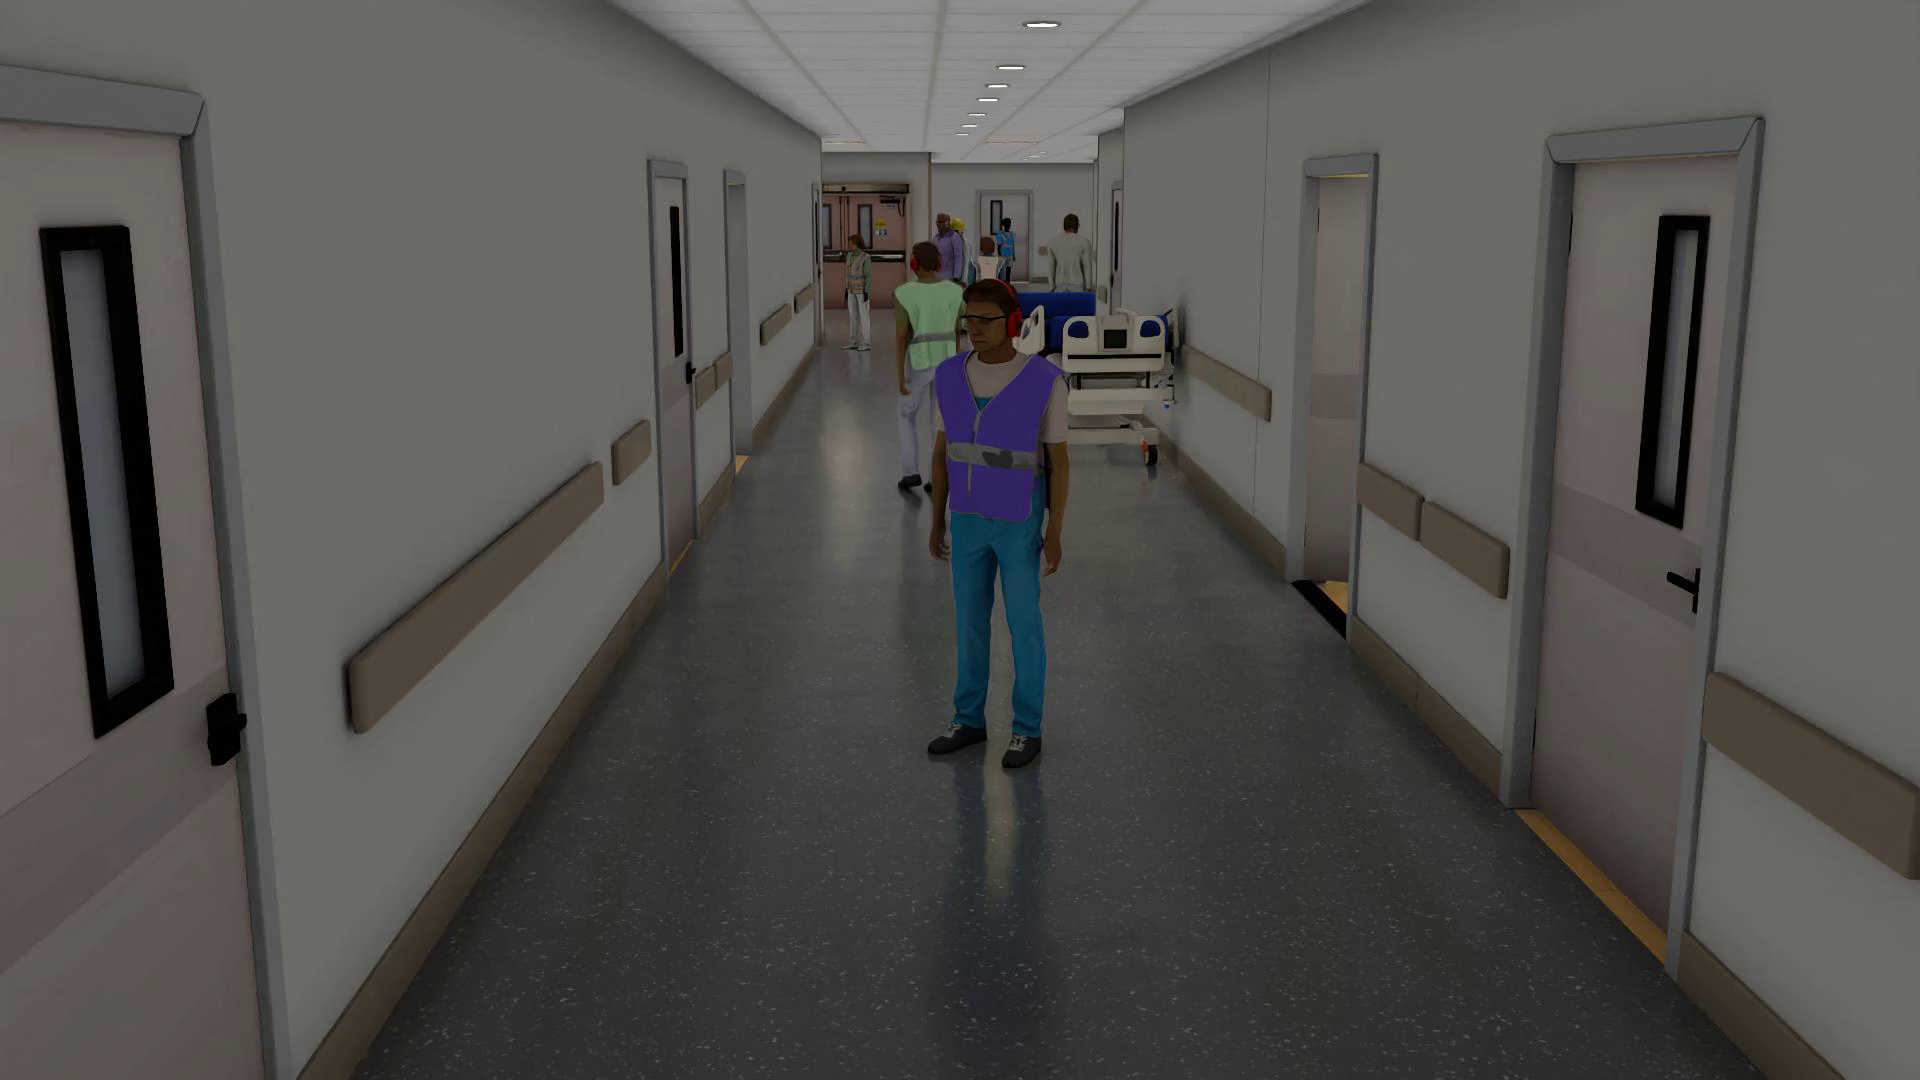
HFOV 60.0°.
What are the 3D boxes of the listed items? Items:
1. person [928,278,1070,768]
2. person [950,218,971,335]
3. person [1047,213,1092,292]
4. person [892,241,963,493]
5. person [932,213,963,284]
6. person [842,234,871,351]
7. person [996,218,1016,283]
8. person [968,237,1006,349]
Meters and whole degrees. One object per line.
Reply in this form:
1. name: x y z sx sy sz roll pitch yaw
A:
1. person: 0.148 -0.066 6.305 0.571 1.840 0.373 7 14 31
2. person: -0.032 -4.154 26.281 0.403 1.822 0.599 -4 12 -21
3. person: 1.480 -3.410 22.374 0.627 1.935 0.371 5 13 22
4. person: -0.250 -1.249 12.111 0.575 1.822 0.577 -5 12 -22
5. person: -0.252 -4.148 26.037 0.402 1.906 0.651 -10 15 -40
6. person: -1.445 -3.493 23.499 0.310 1.639 0.514 -11 16 -43
7. person: 1.060 -6.526 38.135 0.537 1.695 0.320 -8 14 -36
8. person: 0.362 -3.217 22.183 0.509 1.629 0.314 -2 12 -9
